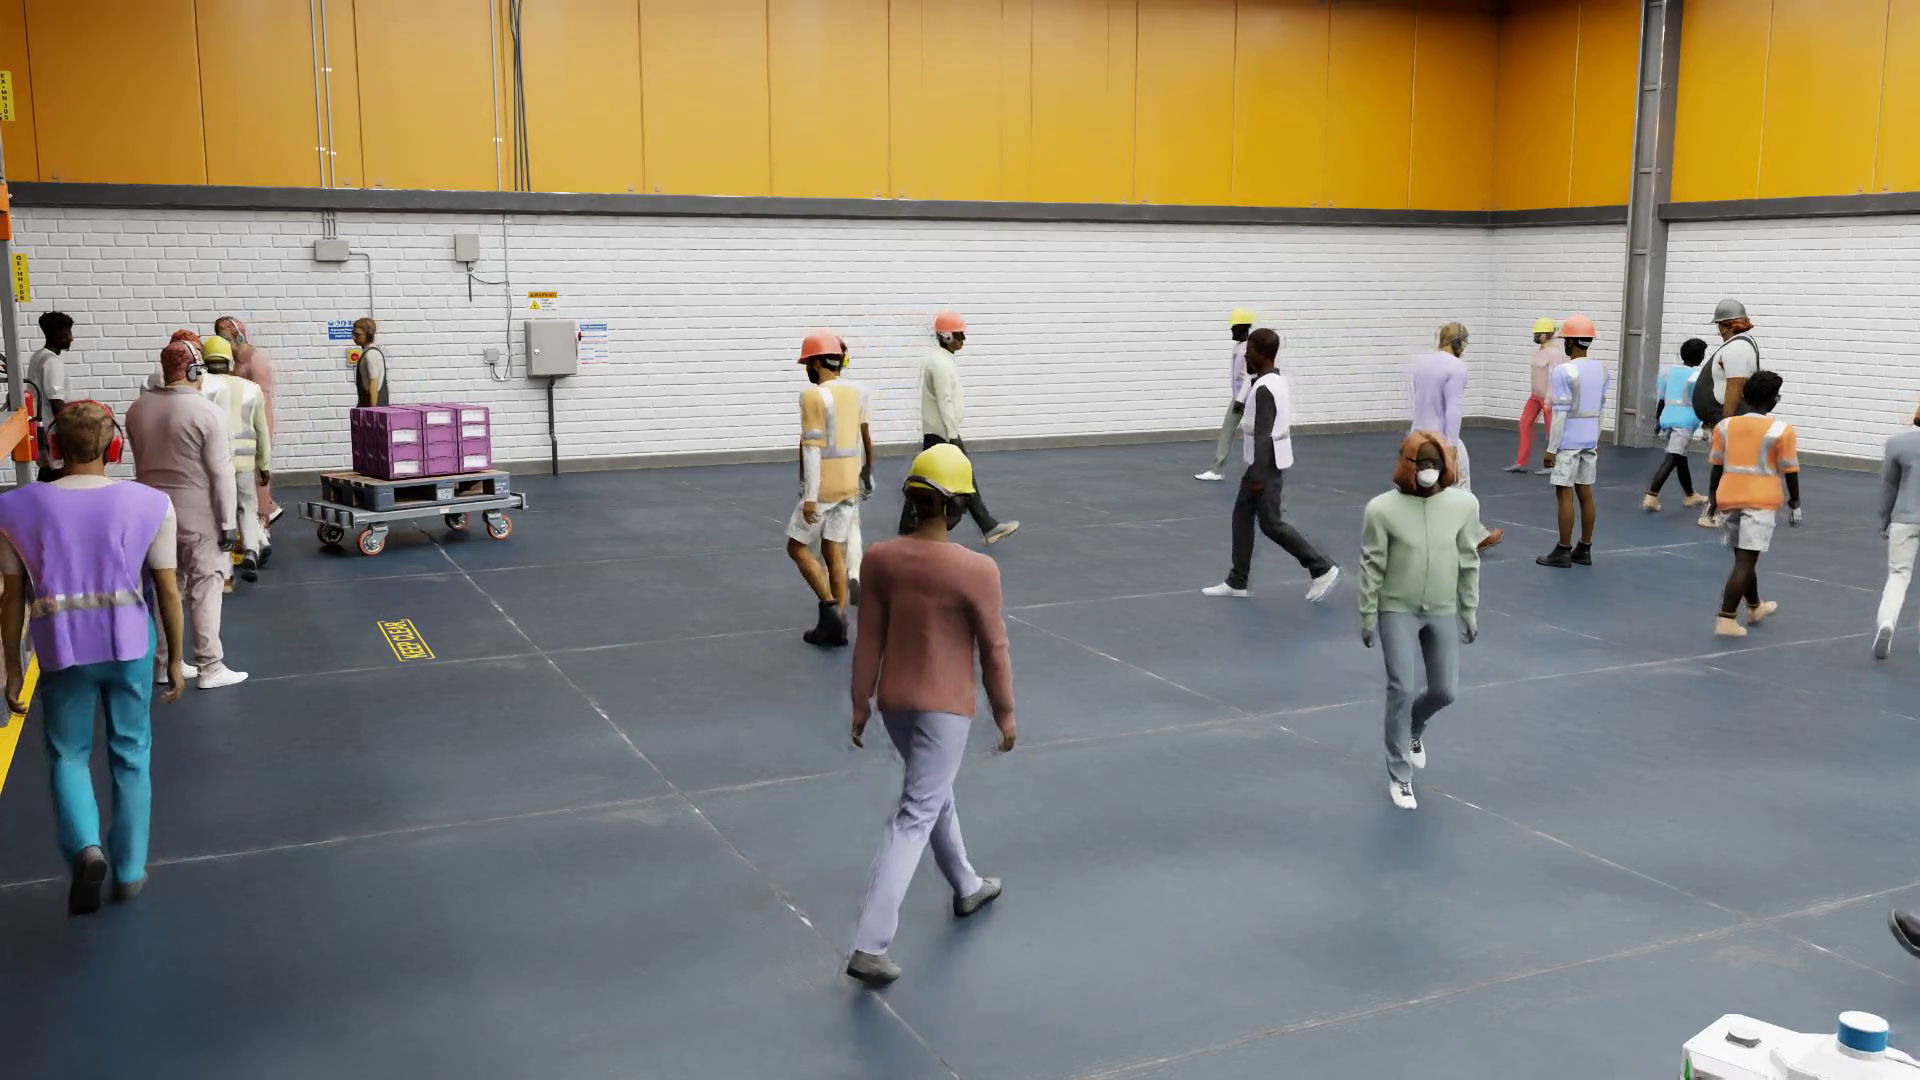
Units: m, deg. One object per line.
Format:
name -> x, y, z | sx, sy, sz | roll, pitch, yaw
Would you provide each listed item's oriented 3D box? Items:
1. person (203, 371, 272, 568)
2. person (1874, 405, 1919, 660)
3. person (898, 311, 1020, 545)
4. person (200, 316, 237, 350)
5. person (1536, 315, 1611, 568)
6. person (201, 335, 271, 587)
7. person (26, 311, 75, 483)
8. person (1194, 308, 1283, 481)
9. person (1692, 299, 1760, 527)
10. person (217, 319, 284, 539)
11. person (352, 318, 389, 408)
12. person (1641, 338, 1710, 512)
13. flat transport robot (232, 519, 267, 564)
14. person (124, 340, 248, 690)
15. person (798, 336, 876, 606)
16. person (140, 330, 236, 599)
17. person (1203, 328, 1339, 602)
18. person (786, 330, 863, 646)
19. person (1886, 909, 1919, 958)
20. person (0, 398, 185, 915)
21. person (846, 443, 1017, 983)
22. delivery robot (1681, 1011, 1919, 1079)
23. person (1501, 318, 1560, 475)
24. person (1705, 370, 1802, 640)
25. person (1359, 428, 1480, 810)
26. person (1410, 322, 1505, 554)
person -> -5.634, -0.574, 12.695 | 0.815, 1.604, 0.521 | 5, 10, 28
person -> 5.585, -0.085, 9.652 | 0.502, 1.608, 0.696 | 7, 11, 36
person -> -0.049, -0.887, 13.573 | 1.038, 1.938, 0.651 | 1, 9, 6
person -> -7.027, -1.235, 16.062 | 0.634, 1.841, 0.429 | 2, 9, 9
person -> 4.698, -0.751, 12.761 | 0.545, 1.939, 0.354 | -5, 11, -30
person -> -5.238, -0.546, 11.859 | 0.607, 1.815, 0.519 | -5, 10, -28
person -> -7.570, -0.934, 13.909 | 0.423, 1.942, 0.630 | -7, 12, -38
person -> 3.068, -1.553, 17.946 | 0.981, 1.879, 0.592 | -3, 10, -17
person -> 6.818, -1.138, 14.842 | 0.536, 2.000, 0.681 | 6, 11, 31
person -> -5.965, -0.911, 13.952 | 0.685, 1.883, 0.458 | 9, 13, 43
person -> -5.858, -1.296, 16.506 | 0.575, 1.817, 0.630 | -3, 10, -16
person -> 6.820, -1.082, 15.715 | 0.903, 1.642, 0.542 | -4, 10, -21
flat transport robot -> -5.900, 0.000, 13.257 | 0.652, 0.197, 1.431 | -3, 10, -20
person -> -4.201, -0.135, 9.086 | 0.635, 1.900, 0.397 | 3, 10, 18
person -> -0.818, -0.434, 11.063 | 0.535, 1.848, 0.518 | -2, 9, -14
person -> -5.352, -0.520, 11.578 | 0.583, 1.870, 0.414 | -4, 10, -23
person -> 2.164, -0.511, 11.423 | 0.870, 1.895, 0.594 | 2, 9, 14
person -> -0.819, -0.308, 10.089 | 0.447, 1.909, 0.578 | 5, 10, 29
person -> 3.453, 0.566, 5.084 | 0.928, 1.775, 0.608 | 7, 12, 39
person -> -3.021, 0.423, 5.819 | 0.582, 1.825, 0.576 | -5, 10, -26
person -> -0.106, 0.541, 5.457 | 0.523, 1.713, 0.982 | 7, 11, 35
delivery robot -> 2.061, 1.332, 3.827 | 0.477, 0.478, 0.707 | -8, 12, -42
person -> 6.374, -1.580, 18.472 | 0.711, 1.741, 0.547 | -2, 9, -12
person -> 4.977, -0.224, 10.365 | 0.797, 1.650, 0.543 | -5, 11, -30
person -> 1.951, 0.313, 7.159 | 0.511, 1.615, 0.511 | 0, 9, -3
person -> 3.856, -0.783, 13.176 | 1.035, 1.864, 0.687 | -3, 10, -19
